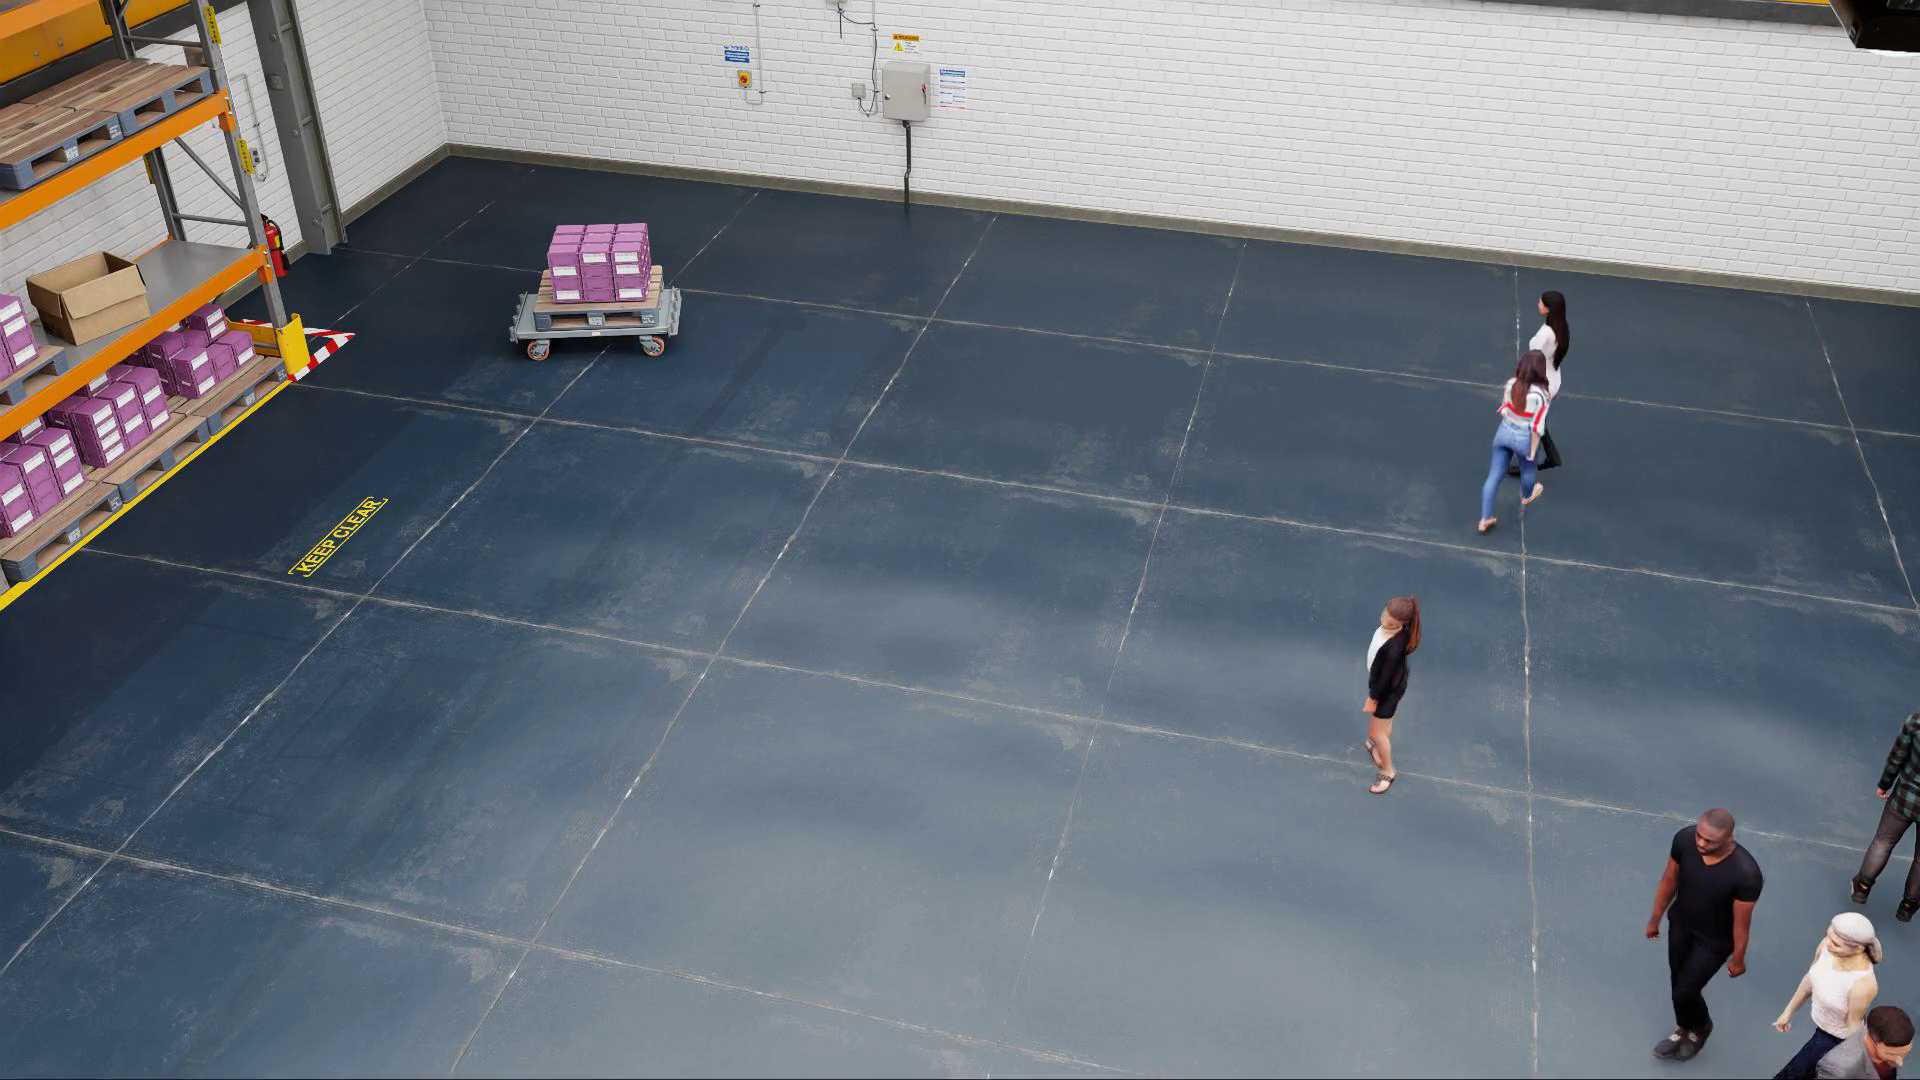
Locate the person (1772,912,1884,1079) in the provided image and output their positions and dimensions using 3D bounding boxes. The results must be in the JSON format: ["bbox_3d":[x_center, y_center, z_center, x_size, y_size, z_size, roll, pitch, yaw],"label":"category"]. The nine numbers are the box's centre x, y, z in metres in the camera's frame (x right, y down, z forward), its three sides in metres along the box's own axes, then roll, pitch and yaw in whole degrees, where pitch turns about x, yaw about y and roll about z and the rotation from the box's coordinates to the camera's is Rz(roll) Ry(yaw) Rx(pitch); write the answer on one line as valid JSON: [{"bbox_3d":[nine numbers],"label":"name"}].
[{"bbox_3d":[4.590,2.576,8.578,0.753,1.667,0.902,3,34,5],"label":"person"}]

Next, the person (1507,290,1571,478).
[{"bbox_3d":[5.051,-1.263,14.240,0.814,1.794,0.762,28,43,35],"label":"person"}]

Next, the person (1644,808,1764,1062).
[{"bbox_3d":[4.131,2.132,9.137,0.923,1.789,0.854,-18,38,-25],"label":"person"}]

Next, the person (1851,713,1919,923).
[{"bbox_3d":[5.739,1.527,9.871,0.736,1.709,0.674,24,41,32],"label":"person"}]

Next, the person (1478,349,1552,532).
[{"bbox_3d":[4.543,-0.783,13.722,0.921,1.567,1.133,28,43,35],"label":"person"}]

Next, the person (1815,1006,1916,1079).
[{"bbox_3d":[4.177,2.839,8.015,0.888,1.853,0.786,23,40,31],"label":"person"}]

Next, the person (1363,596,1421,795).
[{"bbox_3d":[2.890,0.935,11.170,0.760,1.531,0.464,18,38,25],"label":"person"}]
